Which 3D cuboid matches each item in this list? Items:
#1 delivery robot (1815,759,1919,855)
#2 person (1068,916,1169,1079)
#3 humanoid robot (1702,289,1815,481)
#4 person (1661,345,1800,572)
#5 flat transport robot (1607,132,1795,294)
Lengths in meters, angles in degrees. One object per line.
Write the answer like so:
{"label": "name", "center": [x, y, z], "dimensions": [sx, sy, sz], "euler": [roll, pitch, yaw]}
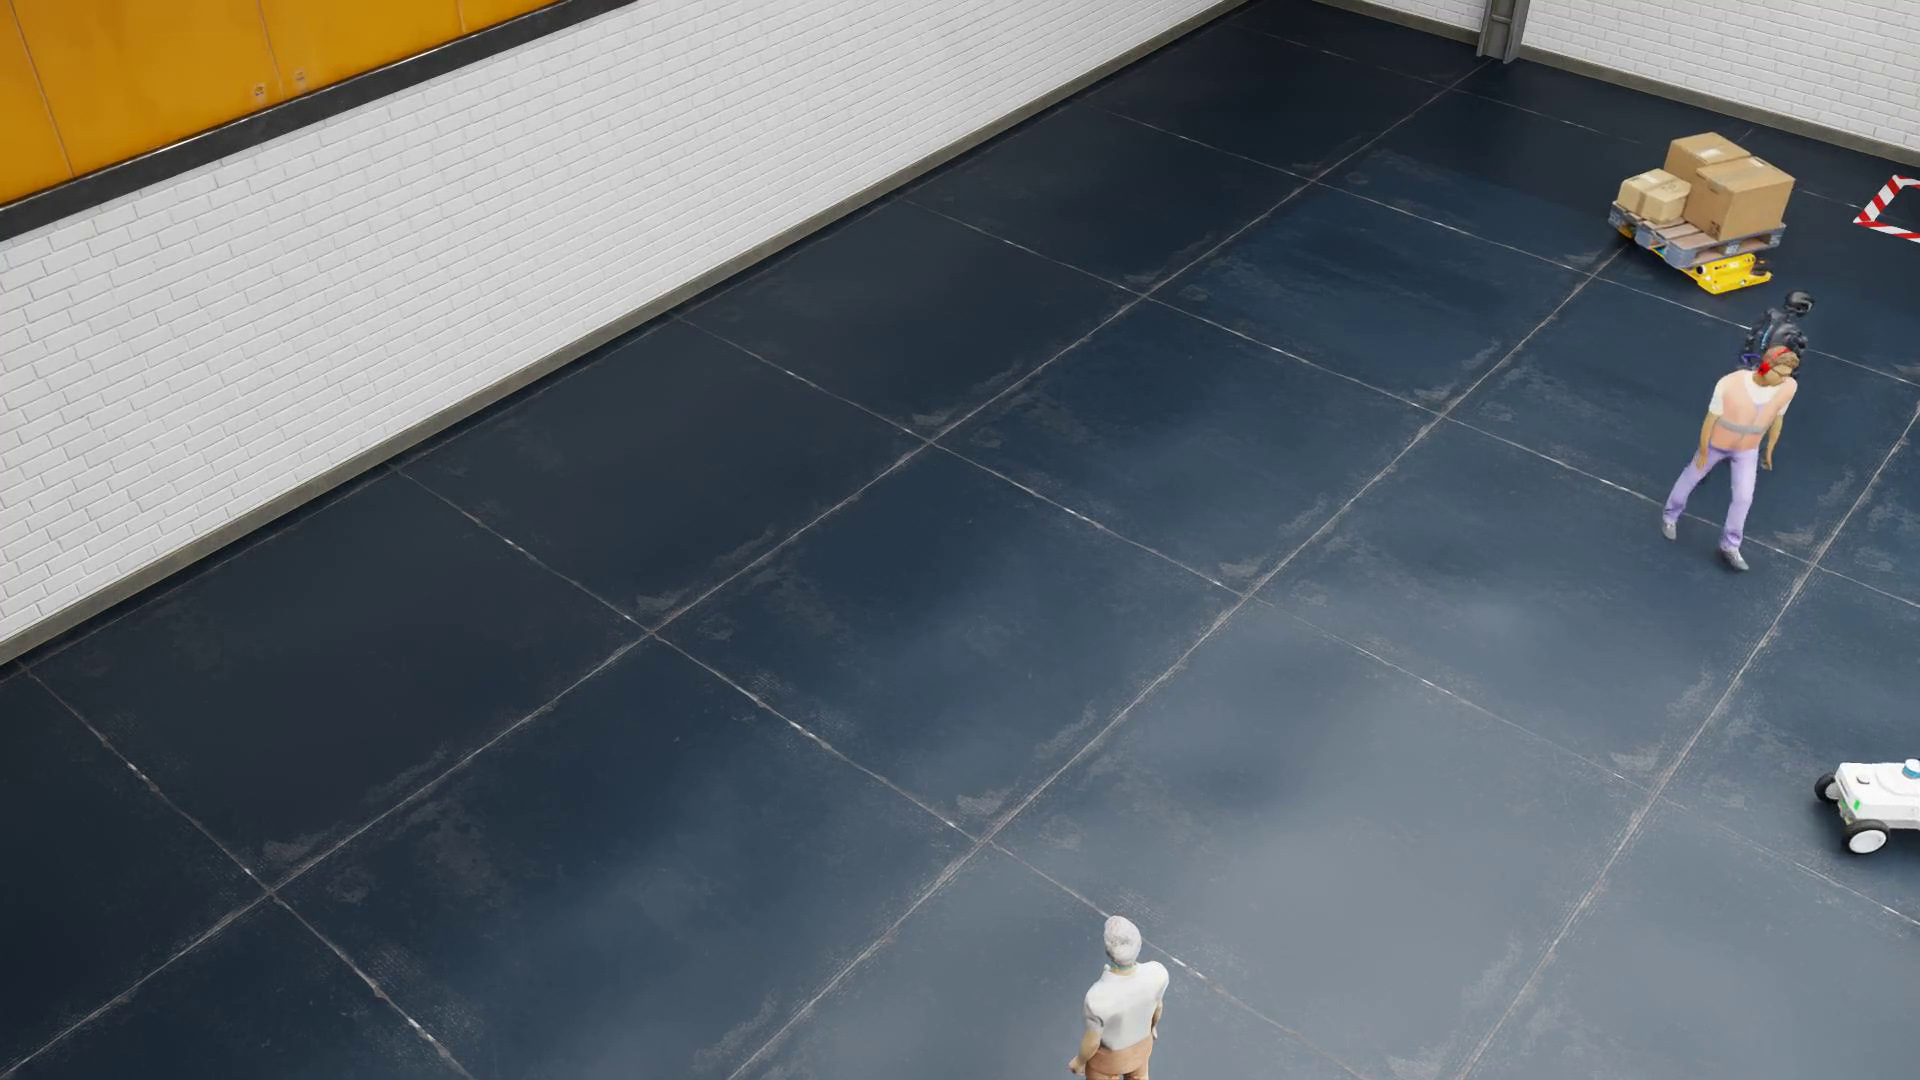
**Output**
{"label": "delivery robot", "center": [5.668, 1.580, 10.097], "dimensions": [0.765, 0.593, 0.519], "euler": [1, 39, 2]}
{"label": "person", "center": [0.761, 2.445, 8.080], "dimensions": [0.483, 1.737, 0.320], "euler": [-19, 43, -22]}
{"label": "humanoid robot", "center": [6.023, -1.196, 12.674], "dimensions": [0.669, 1.628, 0.608], "euler": [-10, 40, -12]}
{"label": "person", "center": [5.541, -0.627, 11.856], "dimensions": [0.588, 1.792, 0.755], "euler": [2, 39, 3]}
{"label": "flat transport robot", "center": [6.916, -2.792, 15.752], "dimensions": [0.659, 0.231, 1.431], "euler": [-14, 41, -17]}
